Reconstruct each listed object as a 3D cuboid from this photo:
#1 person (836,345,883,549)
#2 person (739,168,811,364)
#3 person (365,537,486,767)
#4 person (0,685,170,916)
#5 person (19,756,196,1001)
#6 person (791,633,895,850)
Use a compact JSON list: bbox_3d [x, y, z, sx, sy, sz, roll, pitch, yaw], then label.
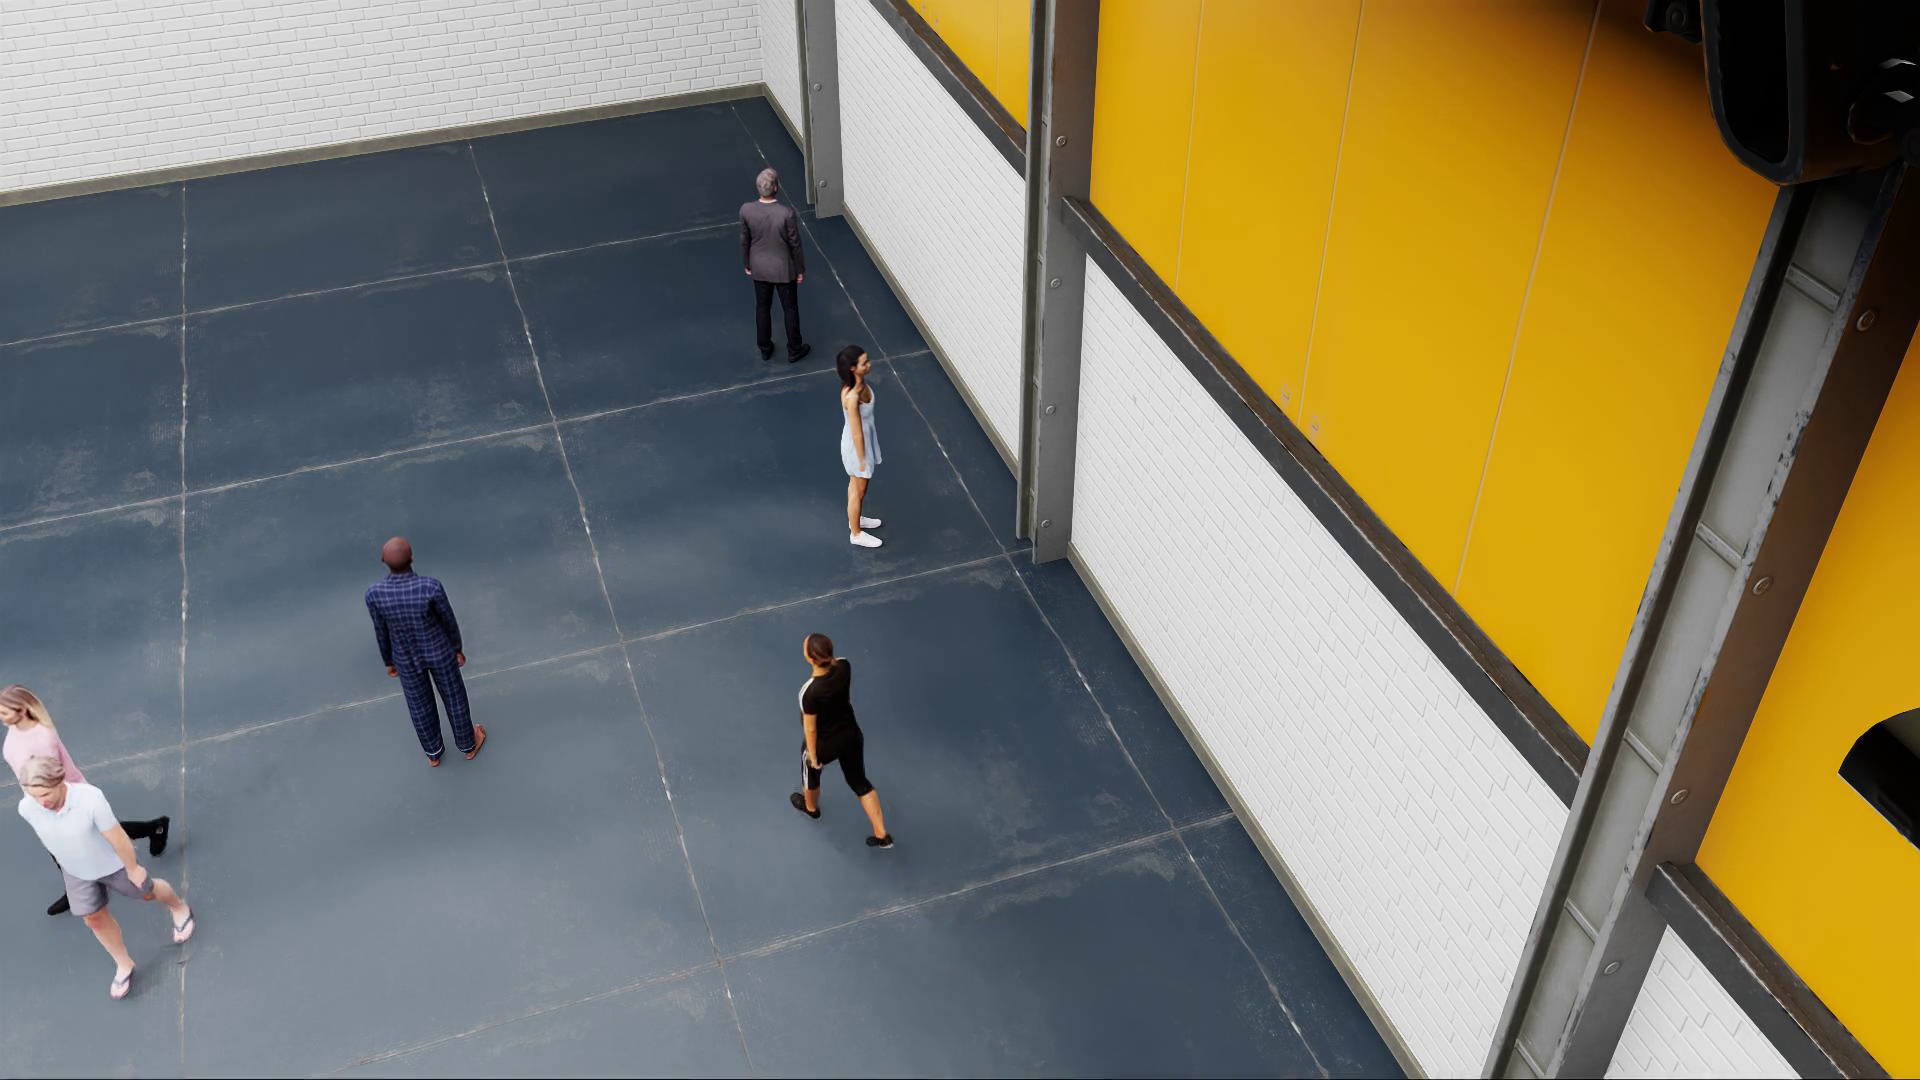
[{"bbox_3d":[-0.772,-0.726,12.565,0.712,1.731,0.575,0,39,-1],"label":"person"},{"bbox_3d":[-1.629,-2.405,14.579,0.815,1.841,0.804,7,39,9],"label":"person"},{"bbox_3d":[-3.449,0.719,10.685,0.685,1.818,0.620,-8,39,-10],"label":"person"},{"bbox_3d":[-5.249,1.473,9.866,1.071,1.663,1.009,27,46,29],"label":"person"},{"bbox_3d":[-4.823,1.762,9.405,0.853,1.786,1.014,-3,39,-4],"label":"person"},{"bbox_3d":[-0.716,1.250,10.167,0.860,1.636,1.151,-29,47,-32],"label":"person"}]
